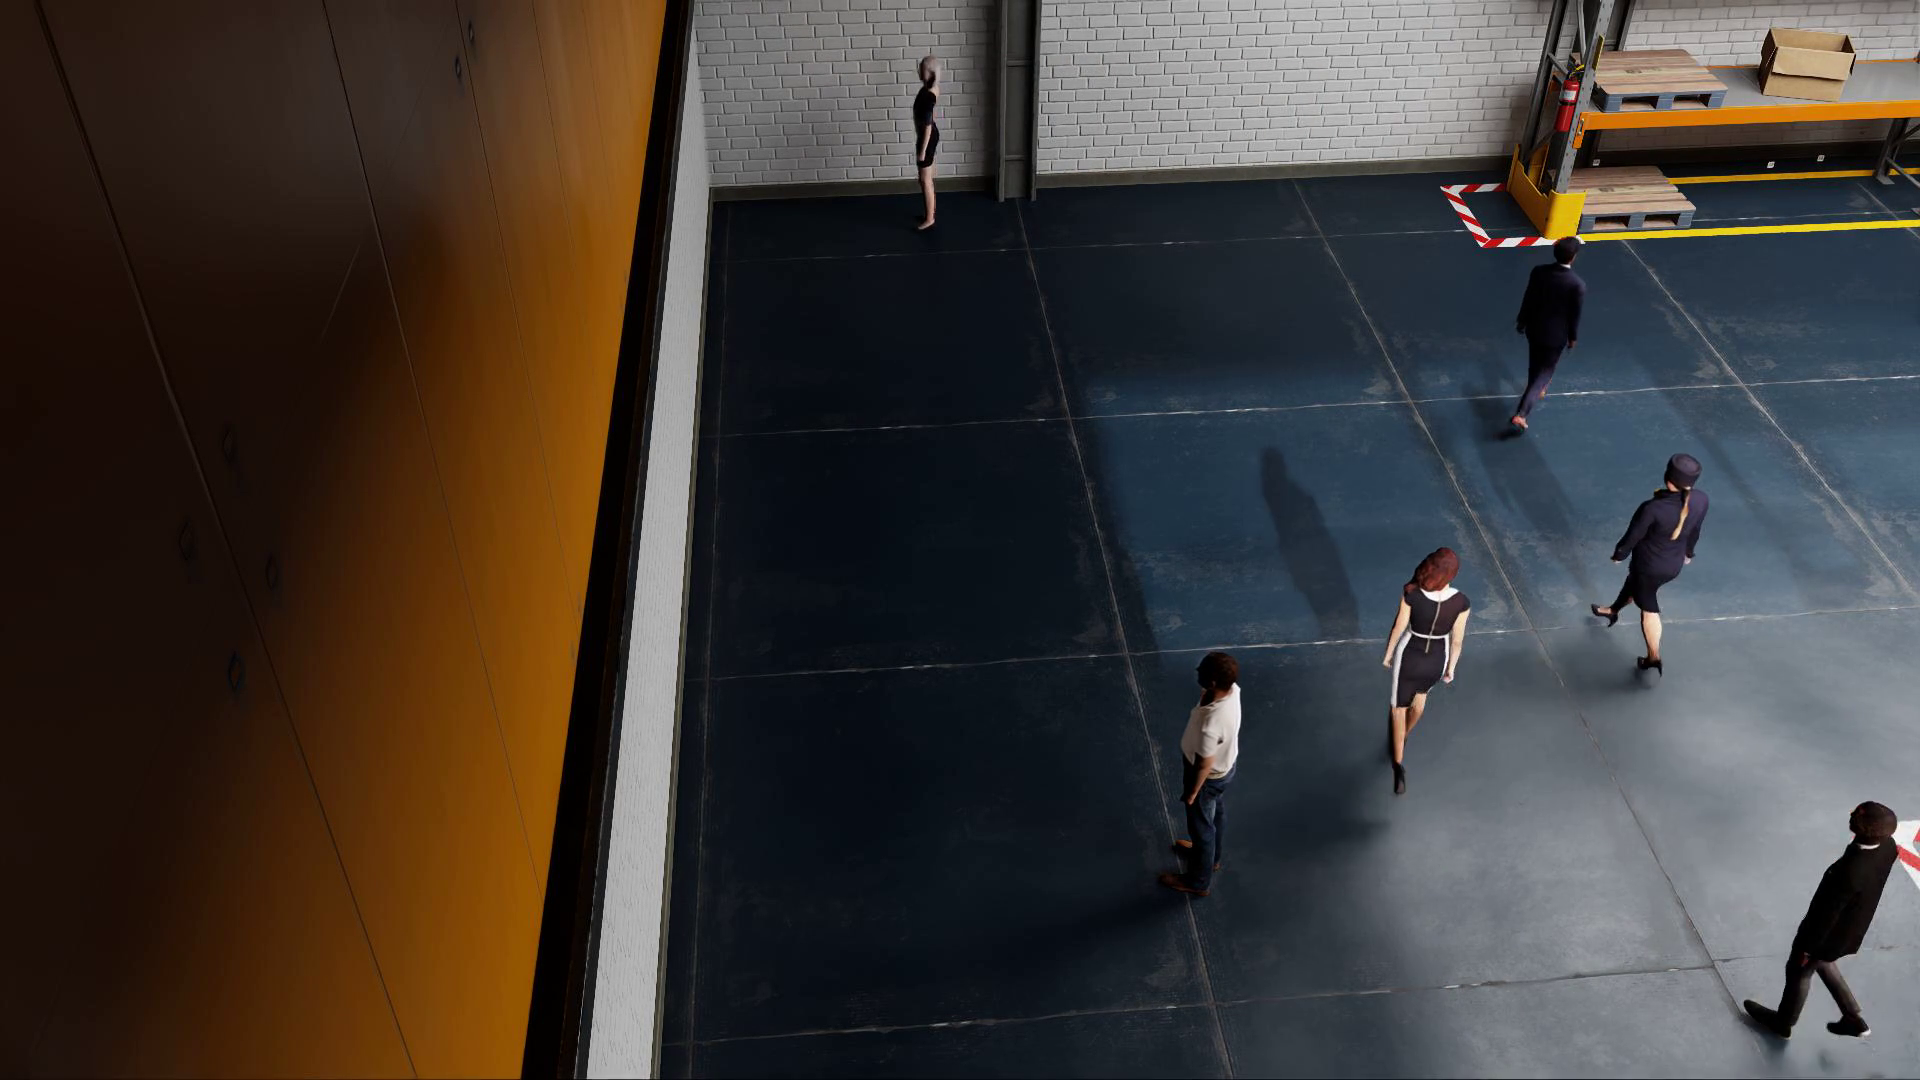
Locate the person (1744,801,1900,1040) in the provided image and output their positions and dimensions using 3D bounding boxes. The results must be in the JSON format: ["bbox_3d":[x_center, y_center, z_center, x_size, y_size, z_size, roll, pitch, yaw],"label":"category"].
[{"bbox_3d":[4.741,2.122,8.884,0.932,1.789,0.974,-29,47,-31],"label":"person"}]

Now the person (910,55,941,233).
[{"bbox_3d":[-0.322,-3.913,16.416,0.570,1.819,0.656,5,39,6],"label":"person"}]

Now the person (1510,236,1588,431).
[{"bbox_3d":[4.813,-1.682,13.718,1.070,1.700,1.143,30,47,32],"label":"person"}]

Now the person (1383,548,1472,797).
[{"bbox_3d":[2.900,0.845,10.491,1.030,1.778,0.827,6,39,8],"label":"person"}]

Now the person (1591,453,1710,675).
[{"bbox_3d":[4.802,0.205,11.407,1.069,1.635,0.949,-12,40,-15],"label":"person"}]

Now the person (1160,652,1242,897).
[{"bbox_3d":[1.475,1.363,9.779,0.754,1.856,0.752,16,41,19],"label":"person"}]
